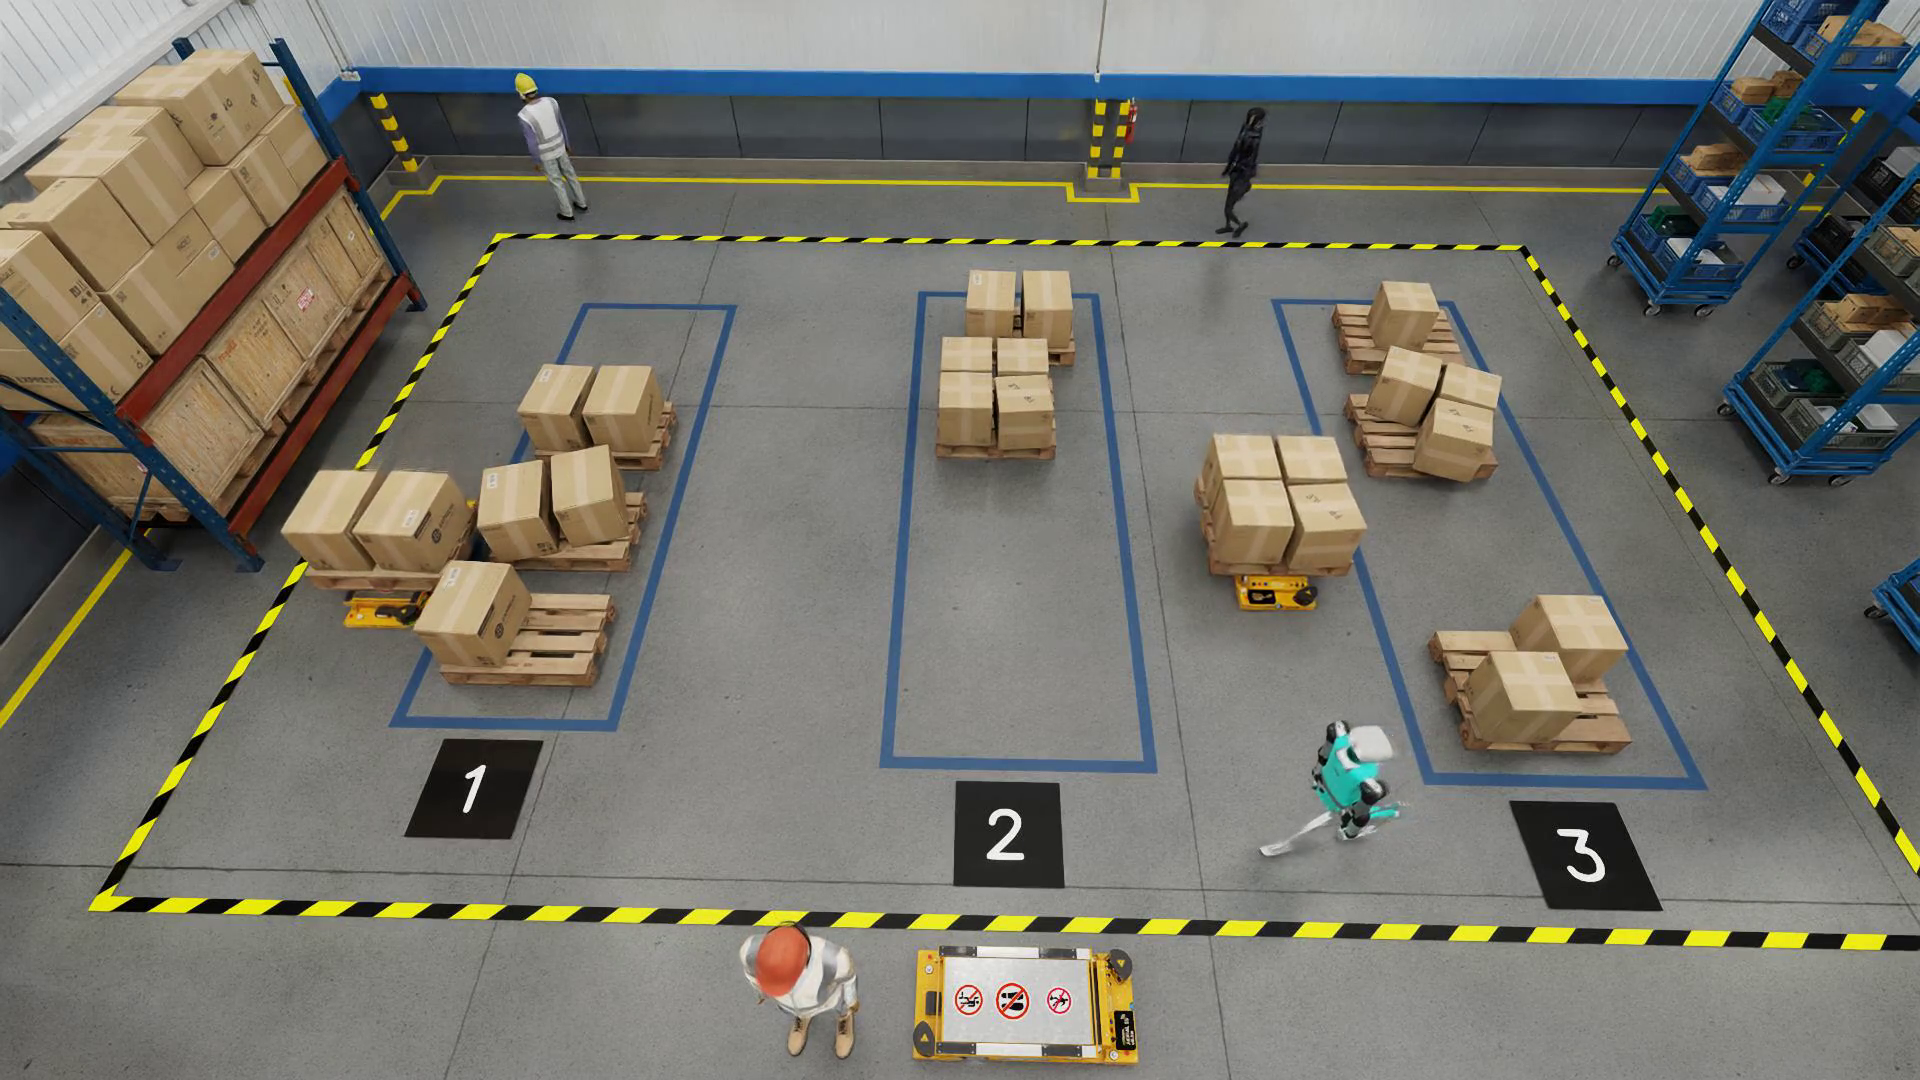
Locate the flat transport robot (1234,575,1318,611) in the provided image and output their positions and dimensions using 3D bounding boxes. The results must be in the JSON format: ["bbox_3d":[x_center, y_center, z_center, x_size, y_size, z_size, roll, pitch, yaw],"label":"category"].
[{"bbox_3d":[2.810,0.011,8.459,0.652,0.197,1.431,1,51,1],"label":"flat transport robot"}]

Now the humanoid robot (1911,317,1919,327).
[{"bbox_3d":[10.251,-2.377,9.530,0.587,1.630,0.750,22,54,17],"label":"humanoid robot"}]

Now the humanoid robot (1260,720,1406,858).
[{"bbox_3d":[2.716,1.705,6.186,1.051,1.765,0.539,-12,52,-9],"label":"humanoid robot"}]

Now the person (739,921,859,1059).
[{"bbox_3d":[-0.880,2.599,5.225,0.613,2.039,0.389,4,51,3],"label":"person"}]

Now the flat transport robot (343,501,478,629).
[{"bbox_3d":[-4.995,0.161,8.337,0.652,0.197,1.431,1,51,1],"label":"flat transport robot"}]

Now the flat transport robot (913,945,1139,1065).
[{"bbox_3d":[0.422,3.041,6.007,1.431,0.231,0.659,1,51,1],"label":"flat transport robot"}]

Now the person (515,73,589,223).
[{"bbox_3d":[-5.131,-4.876,11.451,0.403,1.830,0.598,24,55,18],"label":"person"}]

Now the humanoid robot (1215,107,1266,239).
[{"bbox_3d":[3.445,-4.489,11.232,0.356,1.647,0.603,-7,51,-6],"label":"humanoid robot"}]
